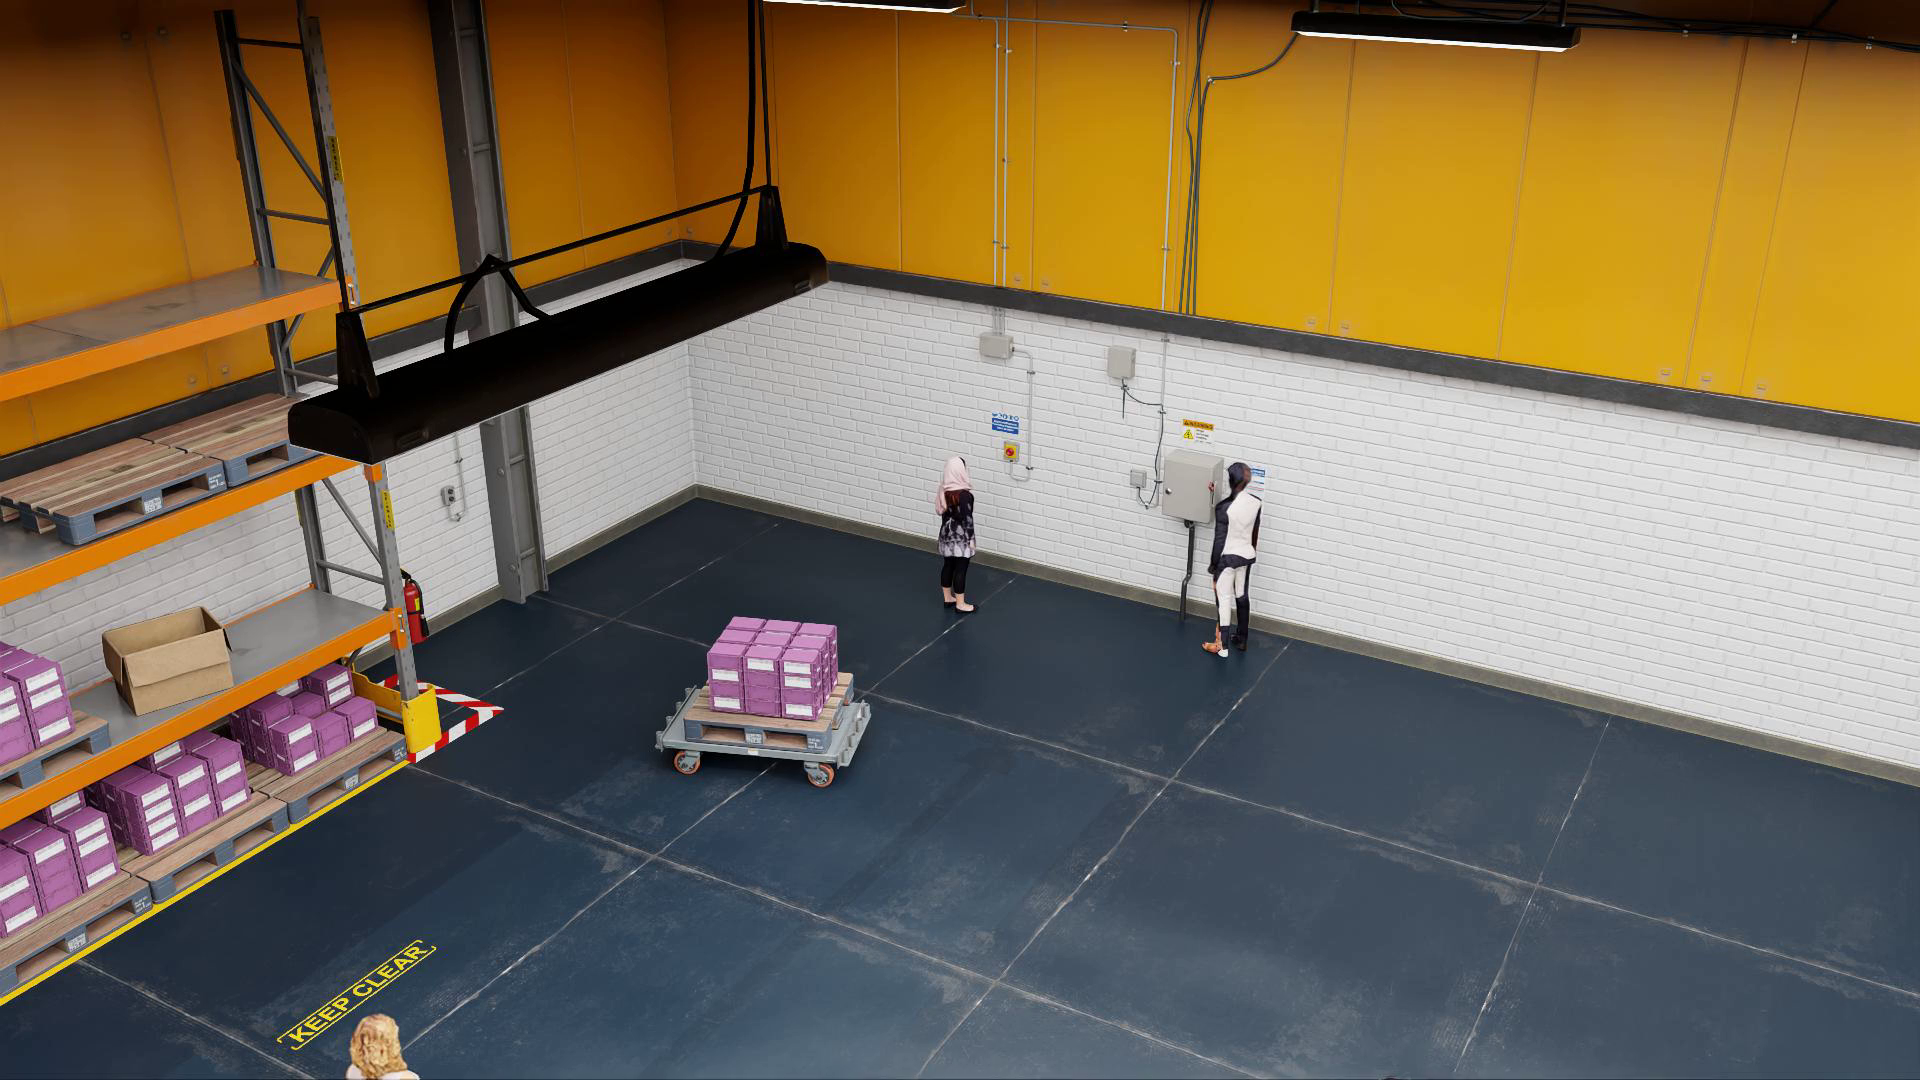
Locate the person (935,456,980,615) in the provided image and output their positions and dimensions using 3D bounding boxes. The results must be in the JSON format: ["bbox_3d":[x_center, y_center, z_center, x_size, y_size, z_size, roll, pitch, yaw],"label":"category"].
[{"bbox_3d":[-0.036,-0.063,16.416,0.746,1.638,0.724,-17,29,-33],"label":"person"}]

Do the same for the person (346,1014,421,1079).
[{"bbox_3d":[-3.020,3.224,8.855,0.640,1.670,0.610,7,25,15],"label":"person"}]

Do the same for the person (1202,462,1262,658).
[{"bbox_3d":[2.554,0.177,15.551,0.714,1.891,0.842,-13,27,-27],"label":"person"}]
